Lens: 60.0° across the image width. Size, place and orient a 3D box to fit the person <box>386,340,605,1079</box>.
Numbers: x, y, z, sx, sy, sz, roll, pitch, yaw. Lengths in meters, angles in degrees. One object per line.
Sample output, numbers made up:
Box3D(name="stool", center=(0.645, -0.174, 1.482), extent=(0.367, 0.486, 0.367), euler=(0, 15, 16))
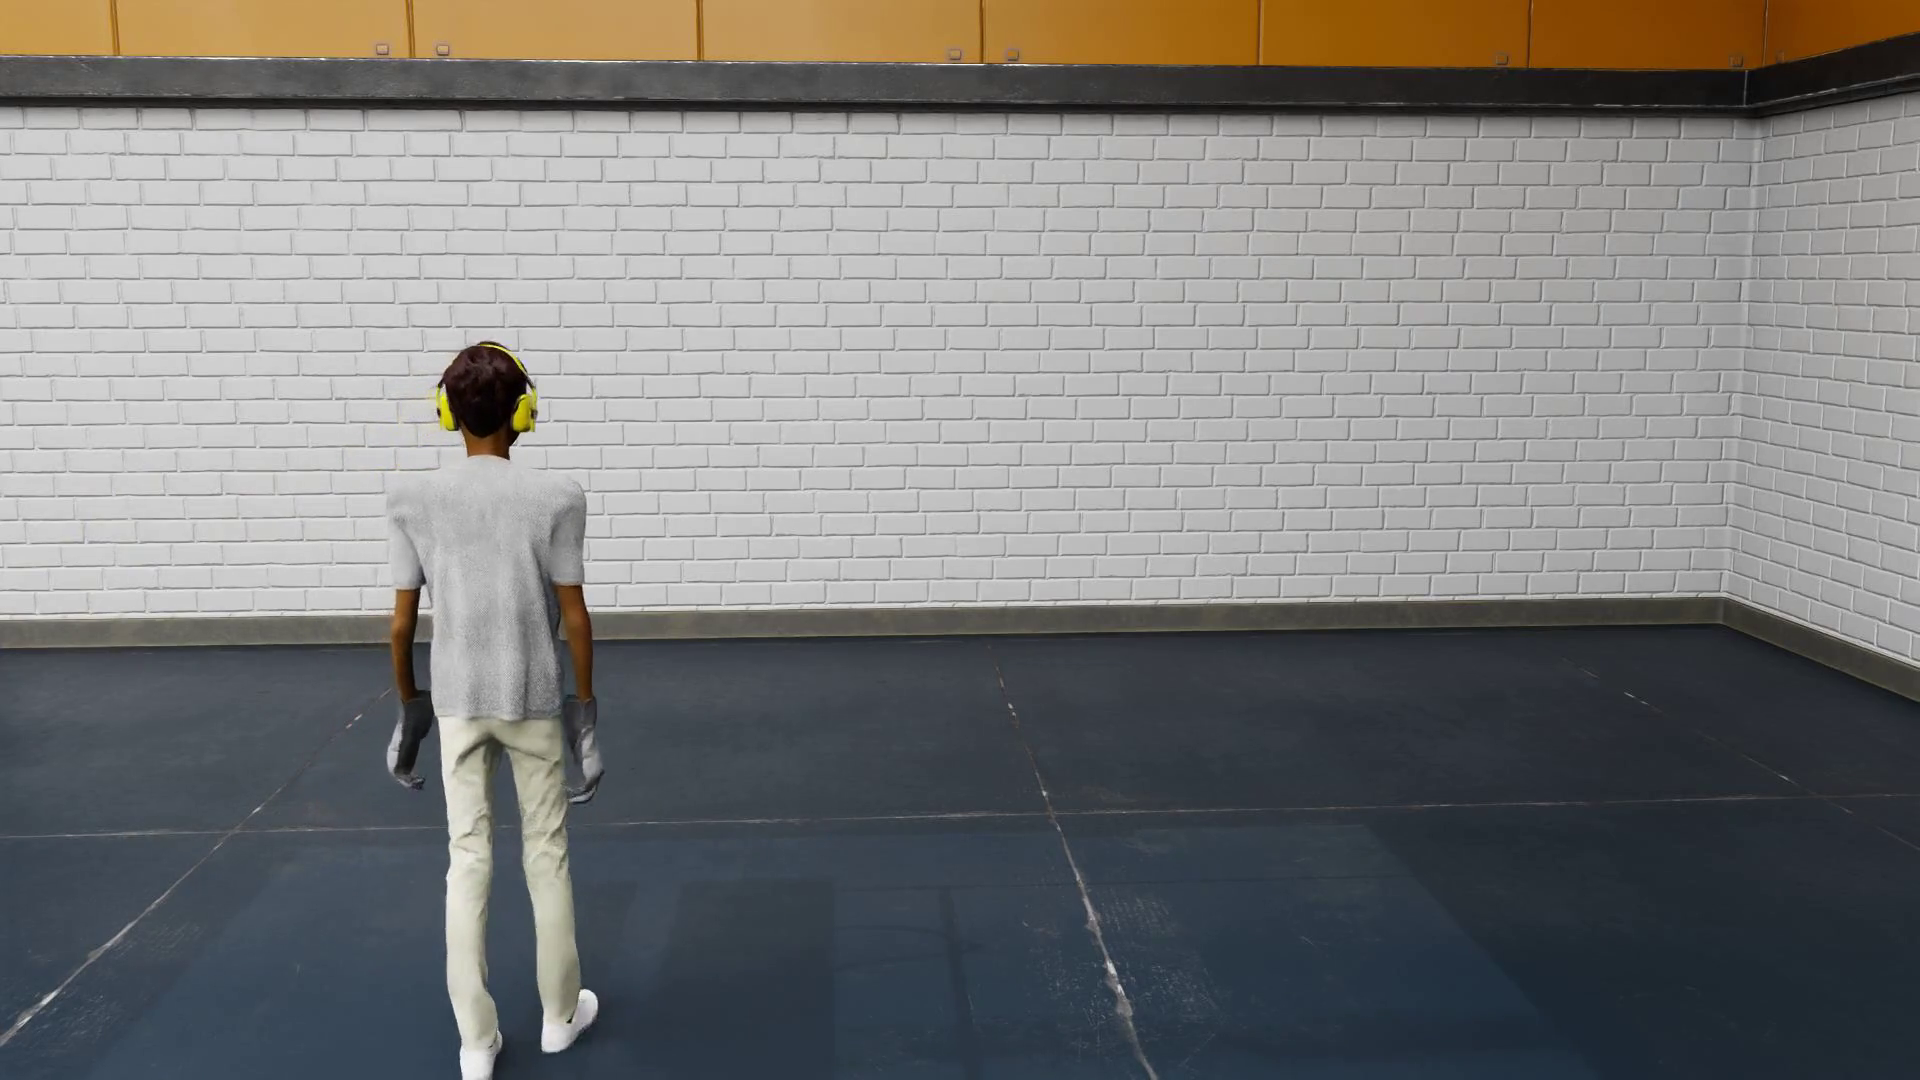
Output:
Box3D(name="person", center=(-1.173, 0.430, 4.222), extent=(0.538, 1.869, 0.392), euler=(-1, 9, -4))
